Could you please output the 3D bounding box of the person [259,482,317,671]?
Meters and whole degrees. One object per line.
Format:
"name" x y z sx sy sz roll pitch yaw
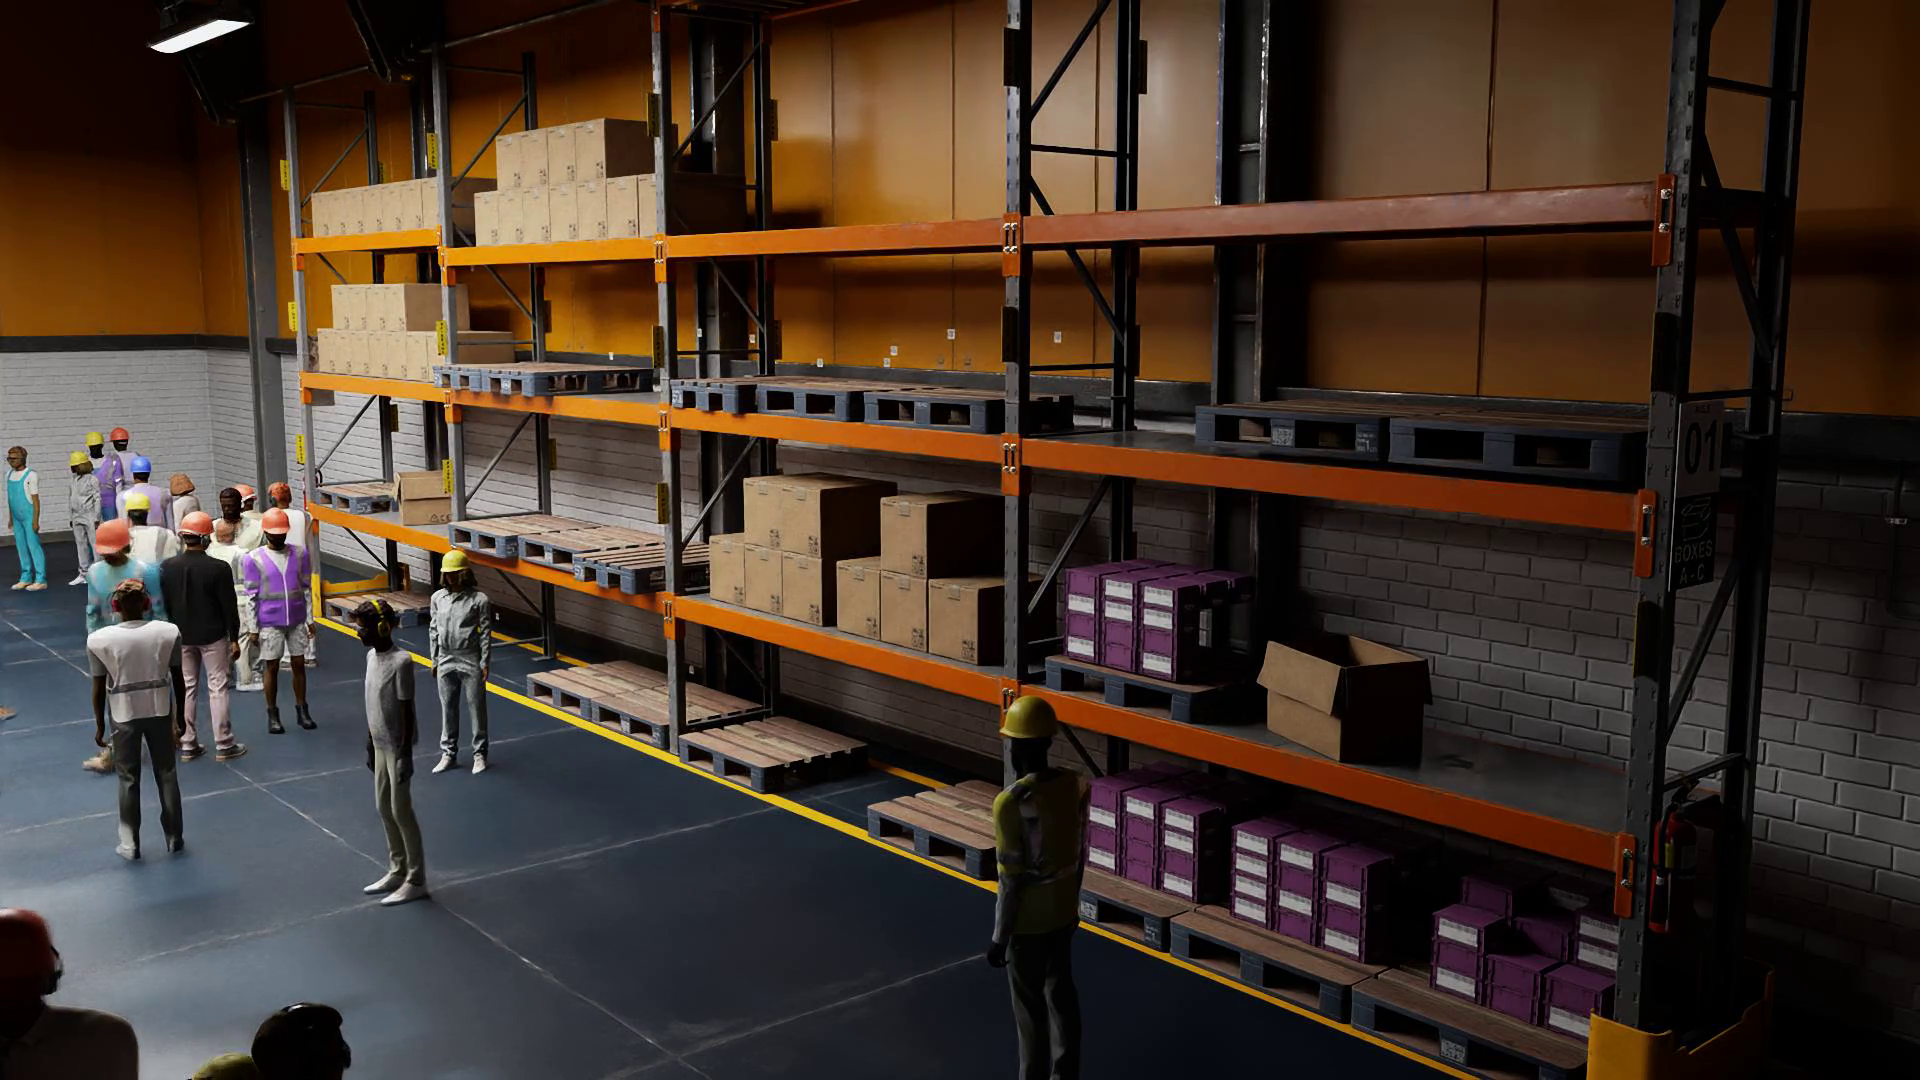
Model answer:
"person" -6.645 0.359 16.452 0.365 1.875 0.566 6 10 38

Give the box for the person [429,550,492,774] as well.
"person" -3.857 0.942 12.828 0.484 1.744 0.294 1 8 5

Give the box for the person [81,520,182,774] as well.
"person" -6.510 0.805 13.012 0.621 1.963 1.049 3 9 17

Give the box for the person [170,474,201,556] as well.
"person" -9.075 0.036 19.541 0.281 1.628 0.504 1 8 4

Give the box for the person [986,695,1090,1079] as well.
"person" 0.324 1.637 7.362 0.384 1.924 0.593 7 11 40

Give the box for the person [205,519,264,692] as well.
"person" -6.801 0.619 15.513 0.563 1.626 0.333 1 8 10

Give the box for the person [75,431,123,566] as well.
"person" -11.456 -0.491 22.147 0.587 1.928 0.363 -2 8 -14

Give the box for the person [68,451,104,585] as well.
"person" -11.225 -0.277 21.317 0.485 1.739 0.304 2 9 16

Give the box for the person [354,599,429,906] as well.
"person" -3.478 1.277 10.129 0.338 1.855 0.526 -8 11 -44

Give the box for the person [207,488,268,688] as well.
"person" -6.779 0.455 15.611 0.597 1.916 0.371 -2 8 -12

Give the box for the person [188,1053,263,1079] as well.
"person" -2.032 2.172 4.429 0.543 1.700 0.338 -1 8 -6

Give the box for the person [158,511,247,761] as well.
"person" -6.007 0.765 13.187 0.626 1.992 0.387 0 8 2

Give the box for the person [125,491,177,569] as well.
"person" -7.483 0.507 15.253 0.587 1.899 0.673 -3 9 -17

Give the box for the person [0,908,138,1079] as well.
"person" -2.628 1.990 4.715 0.618 1.986 0.408 -4 9 -23

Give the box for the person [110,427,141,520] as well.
"person" -11.367 -0.565 22.635 0.371 1.933 0.551 4 9 23

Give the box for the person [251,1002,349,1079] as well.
"person" -1.713 2.109 4.361 0.516 1.843 0.327 5 9 29

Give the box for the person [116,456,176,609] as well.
"person" -8.950 0.051 18.310 0.386 1.948 0.601 8 11 43

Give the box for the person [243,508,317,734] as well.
"person" -5.729 0.678 14.055 0.548 1.924 0.387 -7 11 -41

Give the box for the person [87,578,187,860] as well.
"person" -5.365 1.169 10.890 0.566 1.846 0.389 -6 10 -36

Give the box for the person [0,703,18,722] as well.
"person" -8.536 0.673 14.149 0.953 1.895 0.634 2 8 13

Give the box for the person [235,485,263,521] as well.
"person" -7.435 0.290 17.389 0.354 1.737 0.572 2 8 15

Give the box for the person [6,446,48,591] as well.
"person" -11.783 -0.270 20.947 0.501 1.839 0.341 4 9 25
